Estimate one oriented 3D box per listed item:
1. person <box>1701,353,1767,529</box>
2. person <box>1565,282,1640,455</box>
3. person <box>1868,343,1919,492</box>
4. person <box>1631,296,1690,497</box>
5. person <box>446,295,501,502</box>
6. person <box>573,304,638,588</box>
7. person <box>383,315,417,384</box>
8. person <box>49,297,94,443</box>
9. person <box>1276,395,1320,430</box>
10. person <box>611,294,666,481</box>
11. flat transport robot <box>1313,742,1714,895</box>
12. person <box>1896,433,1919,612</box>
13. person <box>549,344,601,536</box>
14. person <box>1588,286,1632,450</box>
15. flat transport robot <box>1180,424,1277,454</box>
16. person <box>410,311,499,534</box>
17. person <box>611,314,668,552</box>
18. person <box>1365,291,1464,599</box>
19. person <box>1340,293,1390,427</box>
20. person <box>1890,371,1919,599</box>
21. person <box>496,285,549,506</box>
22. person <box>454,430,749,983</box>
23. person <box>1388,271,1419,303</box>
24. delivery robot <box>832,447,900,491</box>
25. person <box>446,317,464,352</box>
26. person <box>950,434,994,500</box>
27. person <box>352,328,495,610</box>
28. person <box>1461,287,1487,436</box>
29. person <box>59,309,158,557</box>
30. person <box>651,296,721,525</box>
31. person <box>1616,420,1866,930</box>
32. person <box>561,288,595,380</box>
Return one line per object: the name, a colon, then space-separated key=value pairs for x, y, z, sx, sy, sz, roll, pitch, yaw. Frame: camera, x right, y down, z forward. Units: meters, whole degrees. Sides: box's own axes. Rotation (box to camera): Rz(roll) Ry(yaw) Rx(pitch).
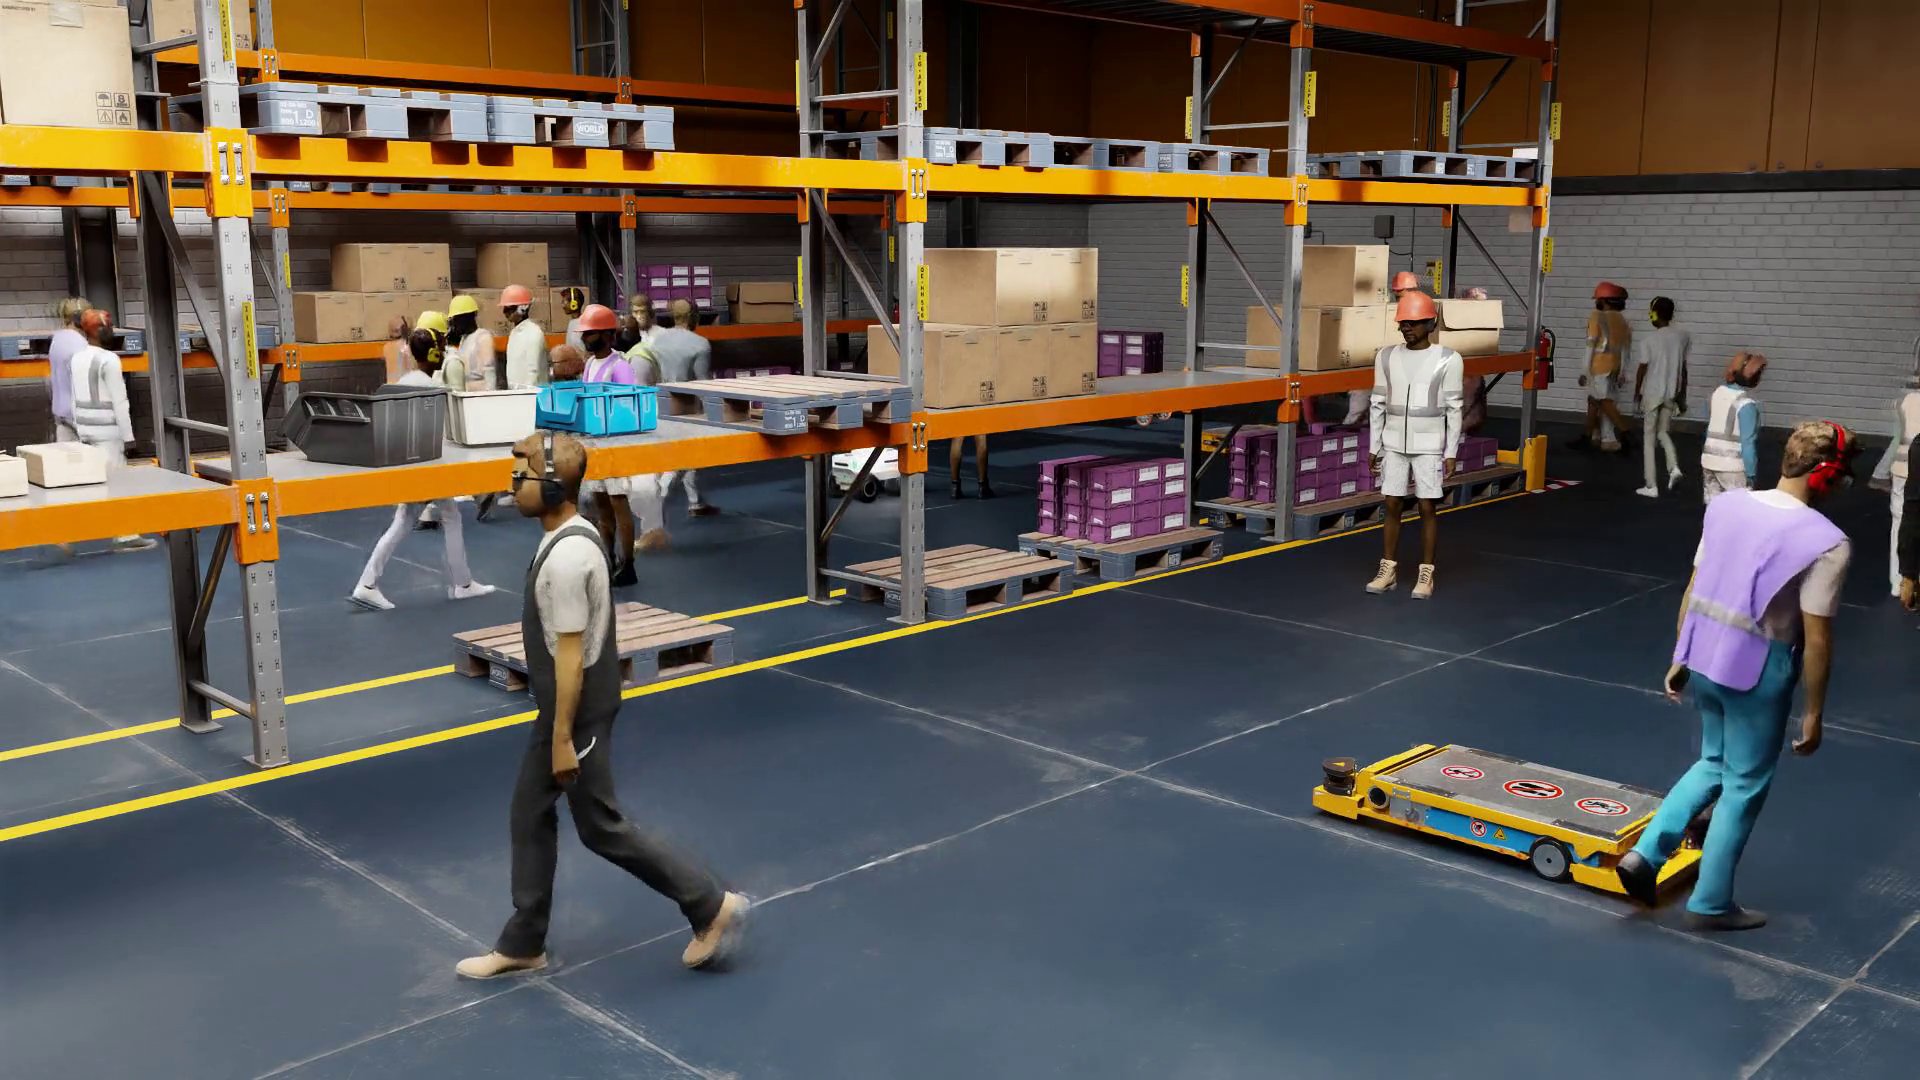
person: x=5.239 y=-0.471 z=11.376 sx=0.338 sy=1.621 sz=0.559 roll=-1 pitch=10 yaw=-8
person: x=7.156 y=-1.891 z=18.346 sx=0.542 sy=1.907 sz=0.936 roll=-8 pitch=13 yaw=-36
person: x=9.015 y=-1.316 z=15.401 sx=1.007 sy=1.832 sz=0.597 roll=7 pitch=13 yaw=35
person: x=6.433 y=-1.304 z=15.272 sx=0.534 sy=1.847 sz=0.448 roll=-1 pitch=10 yaw=-8
person: x=-4.279 y=-1.299 z=15.192 sx=0.911 sy=1.879 sz=0.650 roll=-8 pitch=13 yaw=-38
person: x=-2.444 y=-0.642 z=11.426 sx=0.361 sy=1.938 sz=0.546 roll=-9 pitch=14 yaw=-40
person: x=-5.418 y=-1.381 z=16.267 sx=0.525 sy=1.625 sz=0.372 roll=9 pitch=14 yaw=40
person: x=-7.026 y=-1.015 z=13.535 sx=0.651 sy=1.900 sz=0.922 roll=9 pitch=14 yaw=40
person: x=3.475 y=-1.585 z=17.157 sx=0.829 sy=1.718 sz=0.530 roll=-3 pitch=11 yaw=-17
person: x=-2.847 y=-1.242 z=14.857 sx=0.645 sy=1.893 sz=0.995 roll=0 pitch=10 yaw=0
flat transport robot: x=2.201 y=1.069 z=6.644 sx=0.652 sy=0.197 sz=1.431 roll=-10 pitch=14 yaw=-44
person: x=4.417 y=0.120 z=7.225 sx=0.625 sy=1.968 sz=0.815 roll=6 pitch=12 yaw=31
person: x=-2.888 y=-0.609 z=12.107 sx=0.577 sy=1.615 sz=0.524 roll=-2 pitch=11 yaw=-13
person: x=7.339 y=-1.941 z=18.792 sx=0.430 sy=1.837 sz=0.619 roll=-1 pitch=10 yaw=-7
flat transport robot: x=3.203 y=-1.146 z=18.721 sx=1.431 sy=0.197 sz=0.652 roll=-9 pitch=14 yaw=-40
person: x=-4.187 y=-0.978 z=13.630 sx=0.824 sy=1.811 sz=0.606 roll=-9 pitch=14 yaw=-40
person: x=-2.445 y=-0.809 z=12.676 sx=0.441 sy=1.817 sz=0.656 roll=-2 pitch=11 yaw=-10
person: x=2.994 y=-0.621 z=11.027 sx=0.614 sy=2.041 sz=0.393 roll=7 pitch=13 yaw=34
person: x=4.131 y=-1.626 z=17.055 sx=1.005 sy=1.856 sz=0.692 roll=-3 pitch=11 yaw=-14
person: x=6.441 y=-0.414 z=11.040 sx=0.572 sy=1.614 sz=0.509 roll=-6 pitch=12 yaw=-31
person: x=-3.862 y=-1.236 z=14.582 sx=0.587 sy=1.974 sz=0.618 roll=-8 pitch=13 yaw=-38
person: x=-1.164 y=0.544 z=5.324 sx=0.889 sy=1.816 sz=0.514 roll=-2 pitch=11 yaw=-12
person: x=4.866 y=-1.882 z=17.957 sx=0.647 sy=2.024 sz=0.629 roll=-6 pitch=12 yaw=-28
delivery robot: x=-0.830 y=-0.698 z=15.249 sx=0.477 sy=0.478 sz=0.707 roll=10 pitch=14 yaw=42
person: x=-4.725 y=-1.248 z=15.501 sx=0.585 sy=1.661 sz=0.560 roll=8 pitch=13 yaw=38
person: x=0.082 y=-1.332 z=15.193 sx=0.552 sy=1.935 sz=0.373 roll=1 pitch=10 yaw=7
person: x=-3.561 y=-0.462 z=10.801 sx=0.532 sy=1.819 sz=0.951 roll=9 pitch=14 yaw=40
person: x=5.141 y=-1.634 z=17.000 sx=0.590 sy=1.888 sz=0.646 roll=-2 pitch=11 yaw=-9
person: x=-6.450 y=-0.782 z=12.395 sx=0.585 sy=1.865 sz=0.759 roll=8 pitch=13 yaw=37
person: x=-2.349 y=-1.068 z=13.866 sx=0.638 sy=1.909 sz=0.911 roll=8 pitch=13 yaw=36
person: x=2.659 y=0.489 z=5.613 sx=0.545 sy=1.803 sz=0.637 roll=-3 pitch=11 yaw=-17
person: x=-3.972 y=-1.690 z=17.351 sx=0.325 sy=1.863 sz=0.516 roll=-7 pitch=12 yaw=-33
